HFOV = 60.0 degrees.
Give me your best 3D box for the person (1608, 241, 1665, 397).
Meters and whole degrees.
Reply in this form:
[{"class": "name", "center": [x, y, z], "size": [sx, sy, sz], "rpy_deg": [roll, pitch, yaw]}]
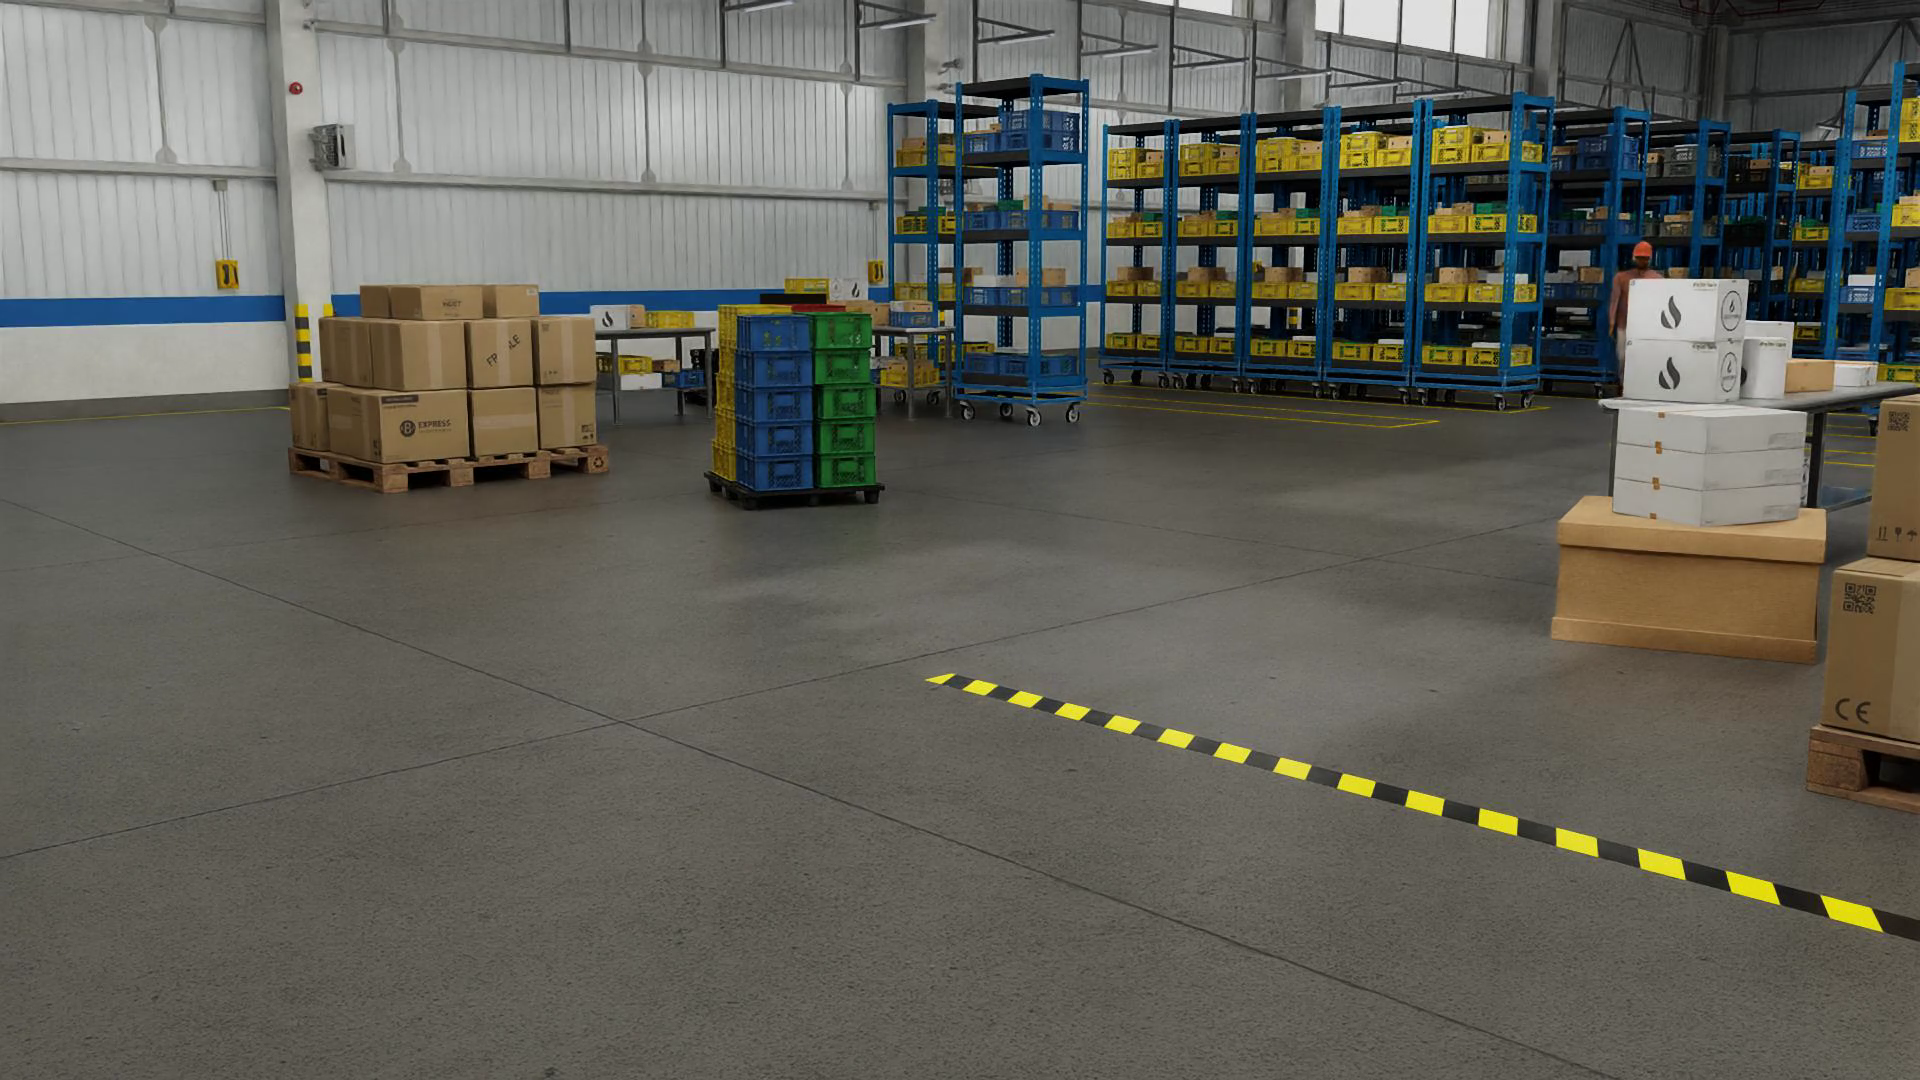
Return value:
[{"class": "person", "center": [8.214, -2.641, 20.211], "size": [0.613, 1.974, 0.775], "rpy_deg": [5, 11, 27]}]
